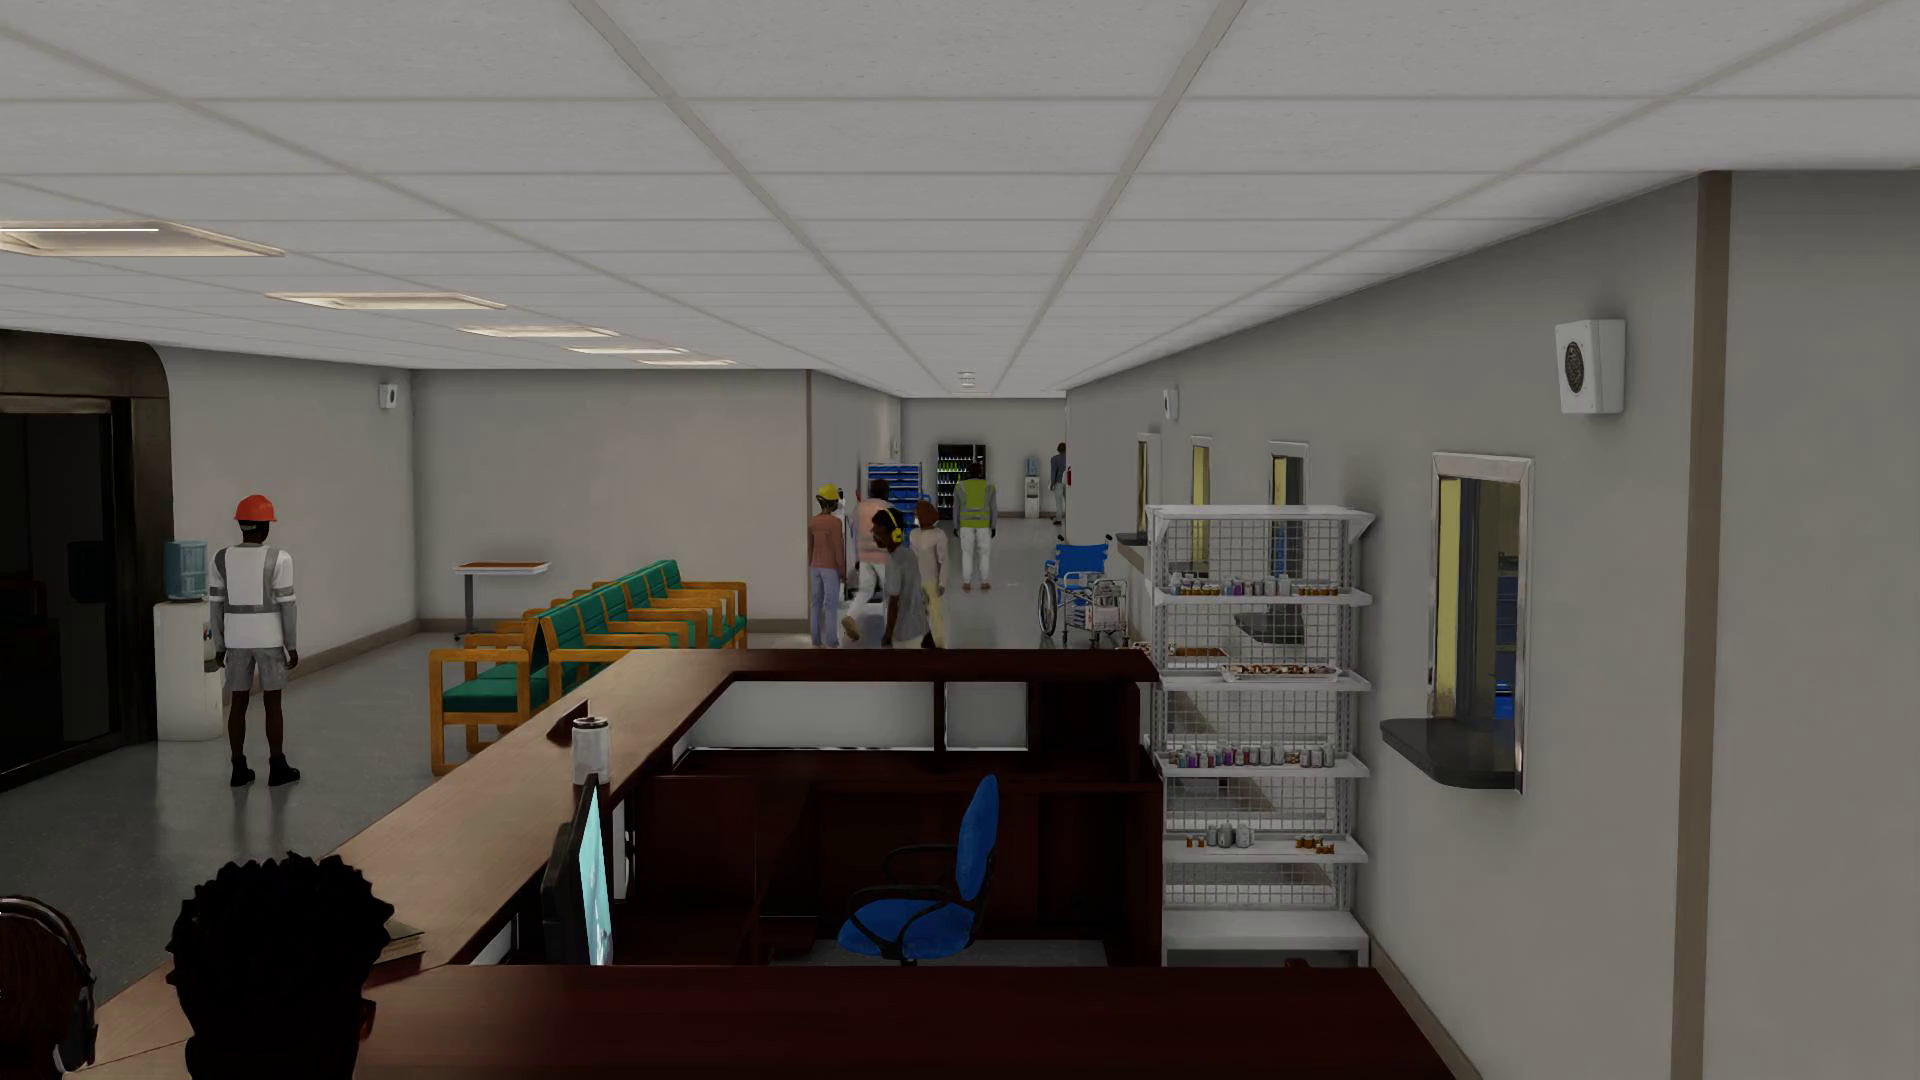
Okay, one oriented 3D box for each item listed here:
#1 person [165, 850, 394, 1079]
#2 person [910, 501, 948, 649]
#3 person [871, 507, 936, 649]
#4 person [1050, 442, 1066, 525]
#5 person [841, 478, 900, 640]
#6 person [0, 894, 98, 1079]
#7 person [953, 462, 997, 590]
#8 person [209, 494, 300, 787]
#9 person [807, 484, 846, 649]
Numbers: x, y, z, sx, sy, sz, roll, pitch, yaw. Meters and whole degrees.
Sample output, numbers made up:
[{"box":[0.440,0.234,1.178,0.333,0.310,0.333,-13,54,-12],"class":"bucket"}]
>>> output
[{"box":[-0.718,1.311,1.788,0.613,1.963,0.362,-1,4,-12],"class":"person"},{"box":[-0.336,0.427,16.502,0.505,1.632,0.285,4,6,43],"class":"person"},{"box":[-0.376,0.684,11.522,0.499,1.831,0.545,0,4,6],"class":"person"},{"box":[2.393,-1.313,38.805,0.635,1.937,0.353,-2,4,-23],"class":"person"},{"box":[-0.967,0.217,18.319,0.624,1.811,0.811,2,5,29],"class":"person"},{"box":[-1.182,1.359,2.075,0.628,1.835,0.429,-2,5,-29],"class":"person"},{"box":[0.218,-0.201,23.886,0.634,1.841,0.429,0,4,-1],"class":"person"},{"box":[-4.671,0.666,11.053,0.553,1.935,0.364,0,4,-1],"class":"person"},{"box":[-1.375,0.305,17.300,0.326,1.769,0.524,-4,6,-44],"class":"person"}]
